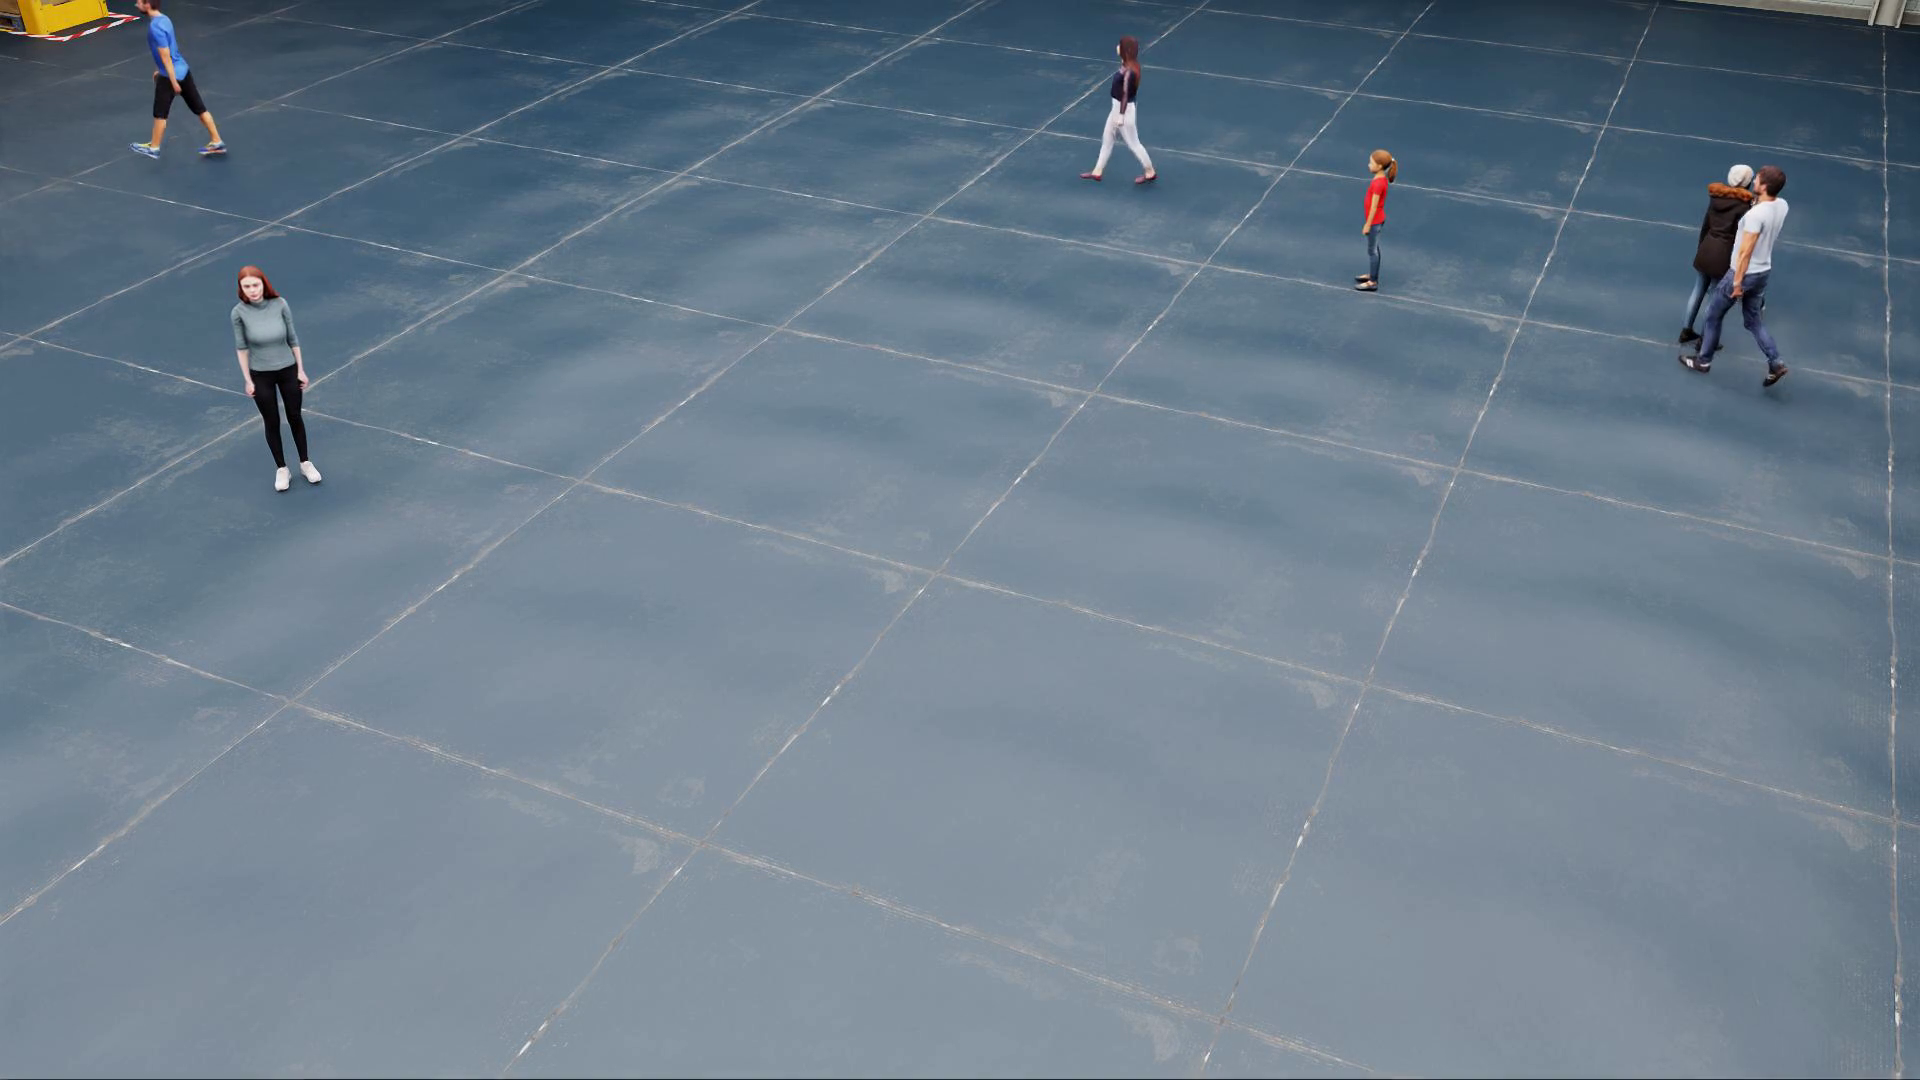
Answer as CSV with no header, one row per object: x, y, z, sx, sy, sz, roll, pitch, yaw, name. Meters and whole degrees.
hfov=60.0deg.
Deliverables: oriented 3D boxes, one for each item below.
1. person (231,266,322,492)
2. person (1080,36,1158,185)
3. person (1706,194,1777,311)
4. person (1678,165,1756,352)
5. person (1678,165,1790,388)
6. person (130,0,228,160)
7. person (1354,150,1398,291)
-4.999,-1.192,12.146,0.670,1.742,0.704,-16,36,-23,person
1.787,-4.480,17.518,1.130,1.571,0.826,4,32,6,person
7.193,-2.583,14.971,0.824,1.080,0.578,23,39,32,person
6.472,-2.419,14.192,0.801,1.634,0.733,-13,34,-20,person
6.487,-2.113,13.513,1.038,1.841,1.198,-17,36,-25,person
-8.507,-5.082,18.236,1.246,1.824,1.043,-4,33,-7,person
3.835,-2.954,15.350,0.518,1.305,0.502,8,33,12,person
